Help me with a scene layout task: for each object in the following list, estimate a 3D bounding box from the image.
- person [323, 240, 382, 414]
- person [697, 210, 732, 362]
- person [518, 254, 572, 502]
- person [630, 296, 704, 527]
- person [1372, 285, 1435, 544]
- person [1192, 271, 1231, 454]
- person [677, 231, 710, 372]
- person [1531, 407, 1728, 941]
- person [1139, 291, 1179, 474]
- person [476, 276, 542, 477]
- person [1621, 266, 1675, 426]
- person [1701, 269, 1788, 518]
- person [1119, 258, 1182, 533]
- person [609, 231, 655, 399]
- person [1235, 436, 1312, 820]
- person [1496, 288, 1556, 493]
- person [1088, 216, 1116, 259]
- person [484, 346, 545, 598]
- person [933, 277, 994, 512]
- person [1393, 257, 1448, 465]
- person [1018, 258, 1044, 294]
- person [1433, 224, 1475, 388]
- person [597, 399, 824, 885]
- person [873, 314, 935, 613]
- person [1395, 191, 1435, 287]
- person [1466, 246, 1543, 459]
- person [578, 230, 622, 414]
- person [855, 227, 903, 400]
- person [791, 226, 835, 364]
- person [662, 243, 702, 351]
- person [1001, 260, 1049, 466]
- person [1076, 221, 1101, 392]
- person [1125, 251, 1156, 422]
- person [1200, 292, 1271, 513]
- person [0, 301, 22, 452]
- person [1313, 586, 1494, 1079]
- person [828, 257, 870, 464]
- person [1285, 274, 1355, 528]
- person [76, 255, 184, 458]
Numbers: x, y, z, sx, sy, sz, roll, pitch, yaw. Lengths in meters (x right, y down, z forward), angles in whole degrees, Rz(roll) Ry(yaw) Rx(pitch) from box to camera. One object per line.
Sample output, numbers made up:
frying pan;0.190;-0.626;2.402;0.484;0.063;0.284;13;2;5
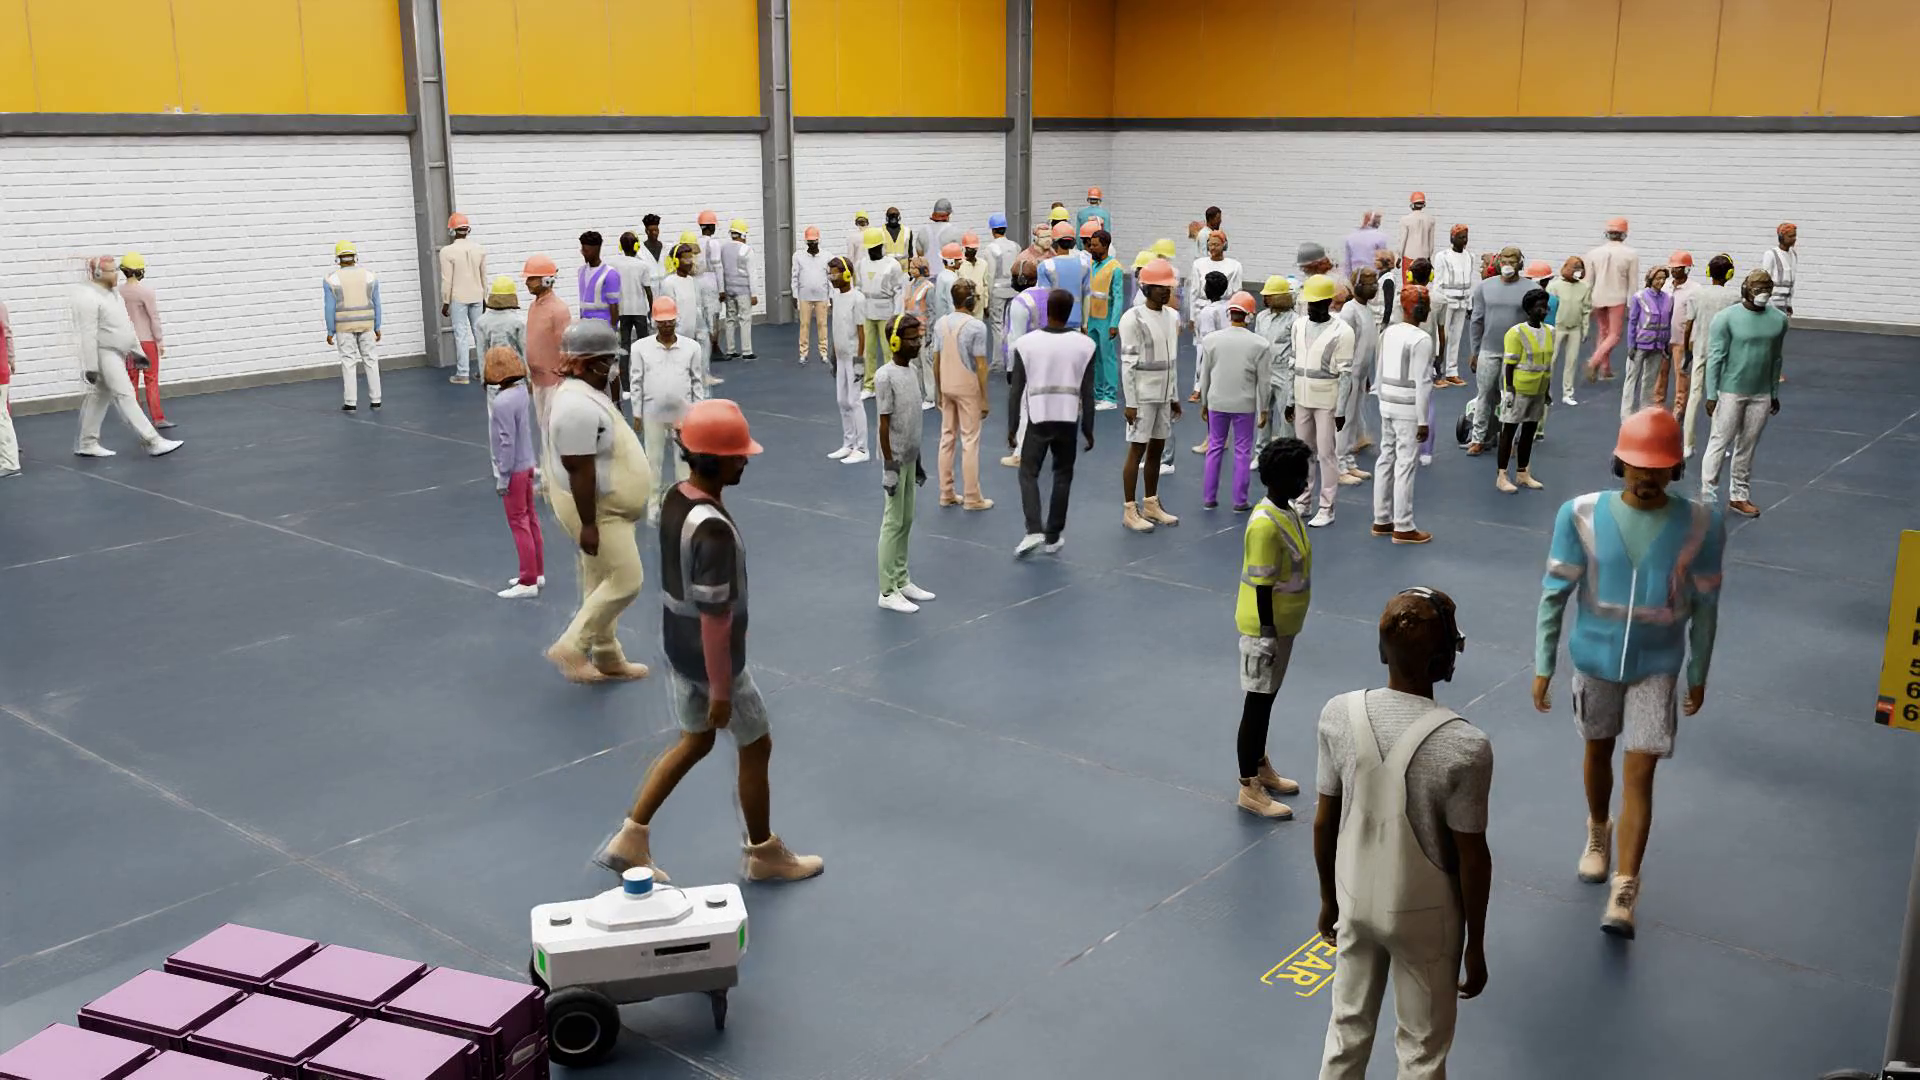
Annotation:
person;-6.427;-2.253;17.622;0.589;1.822;0.403;-10;17;-35
person;-3.226;-3.272;21.452;0.545;1.942;0.349;12;18;40
person;-3.347;-1.315;13.524;0.381;1.994;0.614;-12;18;-39
person;-2.218;-0.975;12.649;0.561;1.753;0.327;-4;15;-16
person;3.251;-0.918;12.165;0.360;1.882;0.575;-5;15;-18
person;2.355;-1.641;15.429;0.316;1.695;0.540;10;17;34
person;-3.282;-2.896;20.349;0.312;1.744;0.487;5;15;17
person;2.518;0.487;6.325;0.634;1.982;1.051;7;15;25
person;1.754;-1.392;14.561;0.281;1.634;0.498;-2;14;-10
person;-3.913;-1.409;14.408;0.492;1.742;0.320;2;14;8
person;6.909;-1.930;16.697;0.513;1.642;0.313;-4;15;-15
person;6.072;-1.131;12.899;0.635;1.937;0.352;-2;14;-10
person;1.456;-1.087;12.514;0.371;2.044;0.607;13;19;43
person;-3.624;-2.486;18.468;0.510;1.865;0.328;1;14;6
person;1.387;0.377;7.368;0.318;1.696;0.533;5;15;18
person;4.720;-1.243;13.835;0.536;1.696;0.322;-7;16;-27
person;1.653;-3.038;20.586;0.409;1.909;0.640;-6;15;-23
person;-2.889;-0.441;10.760;0.268;1.632;0.506;0;14;1
person;0.014;-1.141;13.132;0.505;1.845;0.346;11;18;37
person;4.075;-1.588;14.880;0.518;1.865;0.328;0;14;-2
person;0.797;-2.153;17.588;0.309;1.641;0.514;-11;18;-38
person;5.747;-2.723;19.375;0.574;1.883;0.355;-7;16;-27
person;-1.000;0.439;6.484;0.860;2.015;0.624;-7;16;-27
person;-0.354;-0.488;10.472;0.328;1.872;0.511;5;15;19
person;7.103;-4.436;25.995;0.613;1.994;0.382;-4;14;-14
person;4.975;-1.714;15.231;0.627;1.941;0.374;6;15;23
person;-3.730;-2.211;17.184;0.607;1.958;0.367;13;19;42
person;-0.911;-2.472;18.308;0.589;1.915;0.398;8;16;29
person;-1.876;-3.133;21.274;0.563;1.752;0.325;-2;14;-6
person;-2.730;-1.991;16.473;0.332;1.874;0.520;6;15;21
person;0.588;-1.581;14.911;0.430;1.838;0.624;7;16;27
person;1.477;-2.666;19.035;0.357;1.936;0.551;0;14;1
person;1.874;-2.029;16.836;0.325;1.769;0.524;-2;14;-8
person;2.171;-1.082;13.114;0.574;1.737;0.354;6;15;23
person;-9.008;-1.656;15.369;0.339;1.761;0.529;13;19;42
person;1.188;1.021;4.491;0.504;1.847;0.345;13;19;41
person;-1.023;-1.627;15.062;0.338;1.855;0.526;-10;17;-33
person;2.710;-1.059;12.660;0.392;1.918;0.585;-10;17;-35
person;-7.675;-1.660;15.178;0.994;1.848;0.664;-2;14;-8
